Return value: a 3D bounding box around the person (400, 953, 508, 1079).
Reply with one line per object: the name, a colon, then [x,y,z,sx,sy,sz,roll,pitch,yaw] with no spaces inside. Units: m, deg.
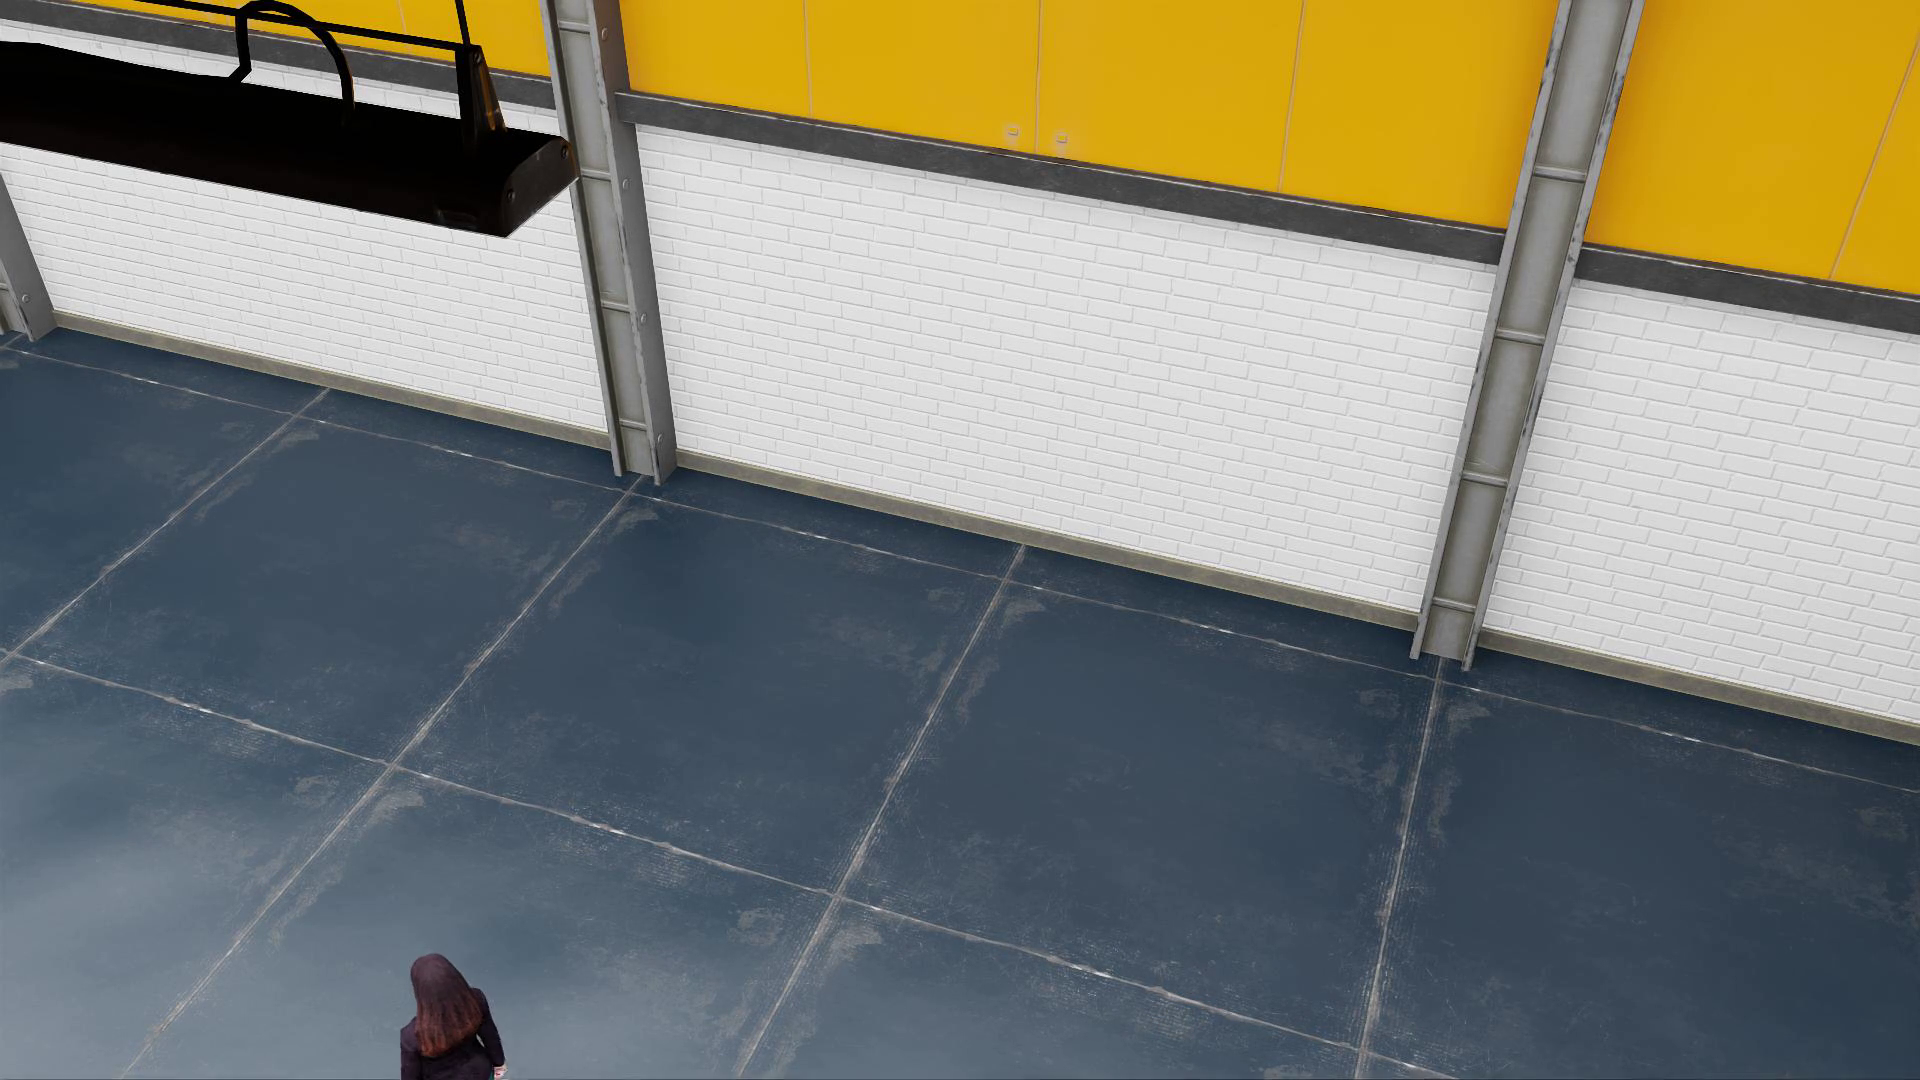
person: [-2.213,2.539,7.522,1.154,1.709,0.853,27,46,30]
